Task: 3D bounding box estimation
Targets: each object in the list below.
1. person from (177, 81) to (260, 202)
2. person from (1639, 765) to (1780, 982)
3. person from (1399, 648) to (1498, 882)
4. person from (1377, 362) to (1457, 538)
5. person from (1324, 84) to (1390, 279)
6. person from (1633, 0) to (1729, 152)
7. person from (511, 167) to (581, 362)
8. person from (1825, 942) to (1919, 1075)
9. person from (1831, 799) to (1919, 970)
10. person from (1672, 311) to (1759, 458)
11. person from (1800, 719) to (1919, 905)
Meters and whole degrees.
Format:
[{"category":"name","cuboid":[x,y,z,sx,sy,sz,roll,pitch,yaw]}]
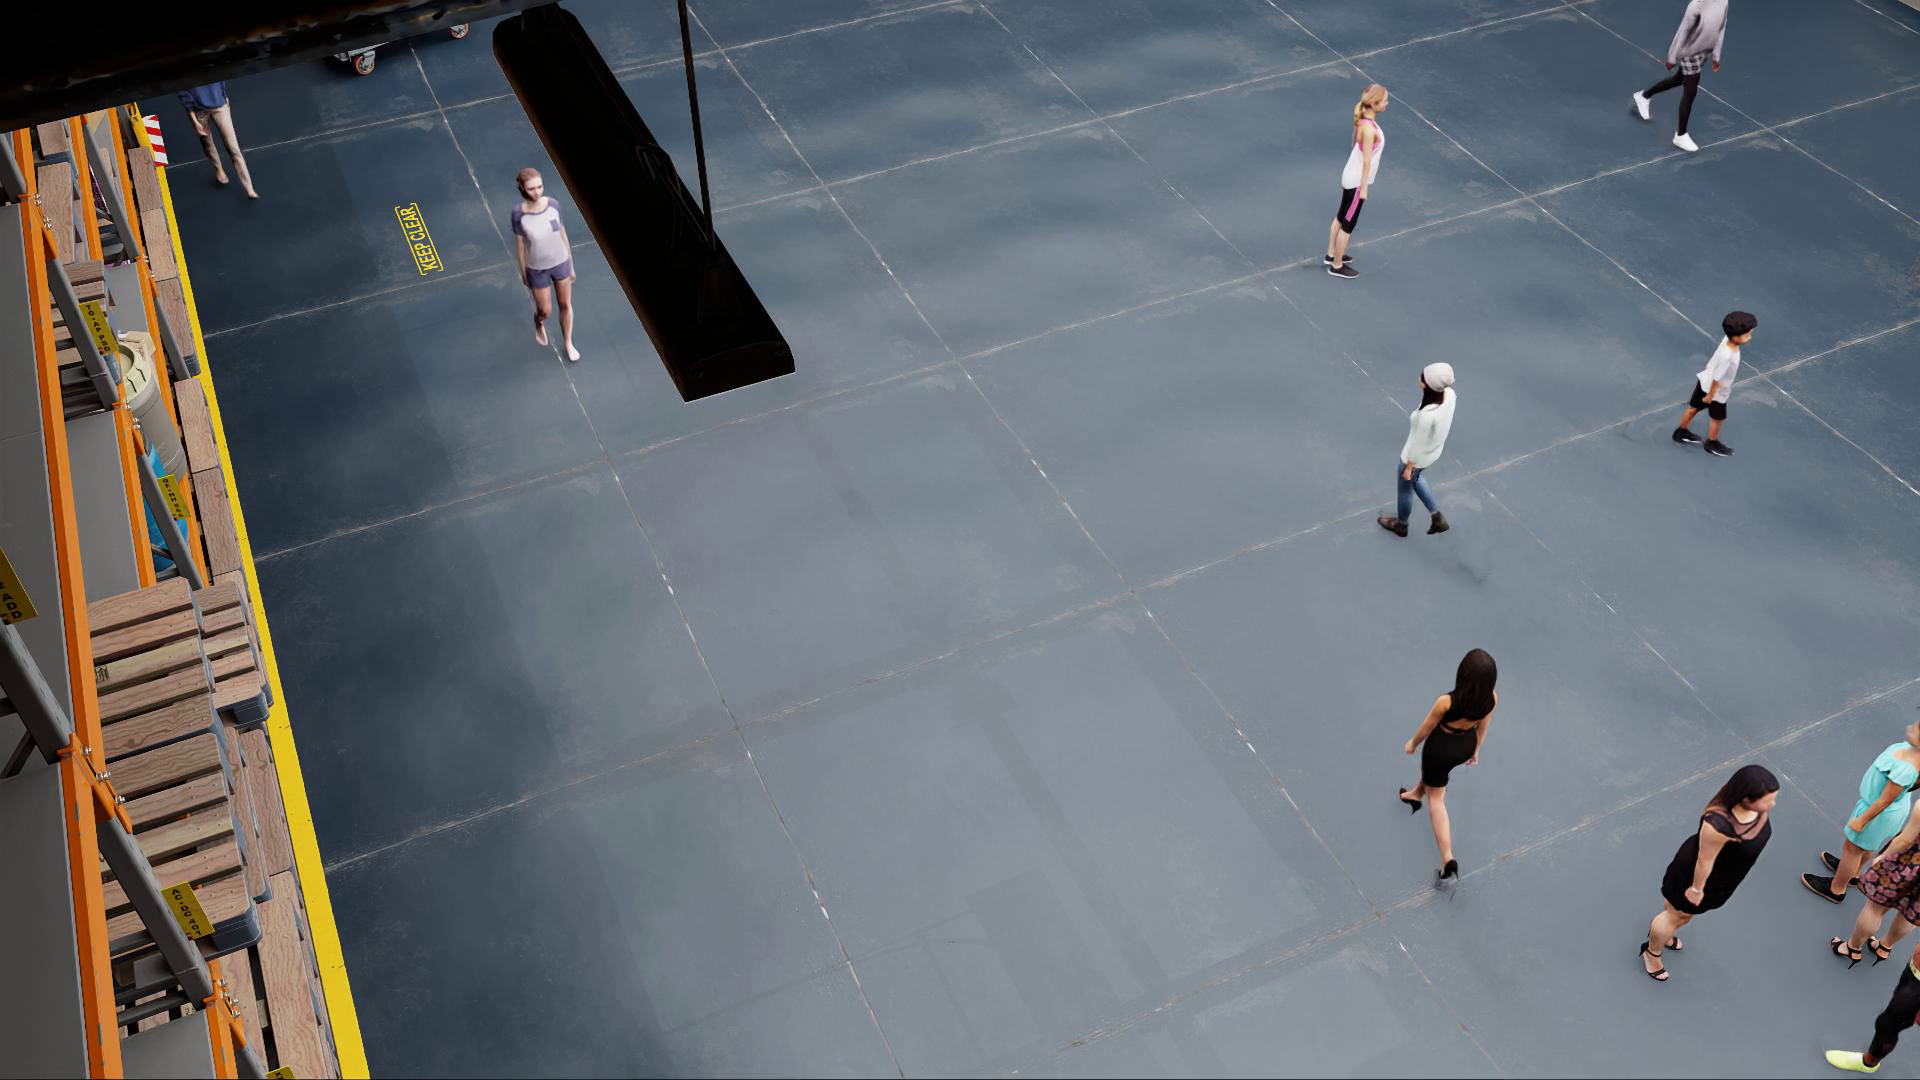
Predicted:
[{"category":"person","cuboid":[-6.935,-3.949,15.273,0.713,1.644,1.177,-24,49,-23]},{"category":"person","cuboid":[4.110,1.806,9.178,0.741,1.718,0.744,32,52,29]},{"category":"person","cuboid":[2.886,1.319,9.762,0.649,1.617,1.060,-12,45,-12]},{"category":"person","cuboid":[3.330,-0.581,11.742,0.868,1.637,0.752,33,53,30]},{"category":"person","cuboid":[3.394,-3.091,14.268,0.747,1.786,0.612,0,44,0]},{"category":"person","cuboid":[6.980,-4.699,15.991,0.660,1.738,1.178,-21,47,-21]},{"category":"person","cuboid":[-3.353,-2.256,13.413,0.592,1.758,0.689,-23,48,-22]},{"category":"person","cuboid":[5.084,2.319,8.627,0.975,1.736,0.859,27,50,25]},{"category":"person","cuboid":[5.264,1.788,9.156,0.783,1.774,0.815,1,44,1]},{"category":"person","cuboid":[5.710,-1.224,12.702,0.755,1.244,0.704,11,45,11]},{"category":"person","cuboid":[5.309,1.535,9.578,0.598,1.558,0.608,-28,50,-27]}]
